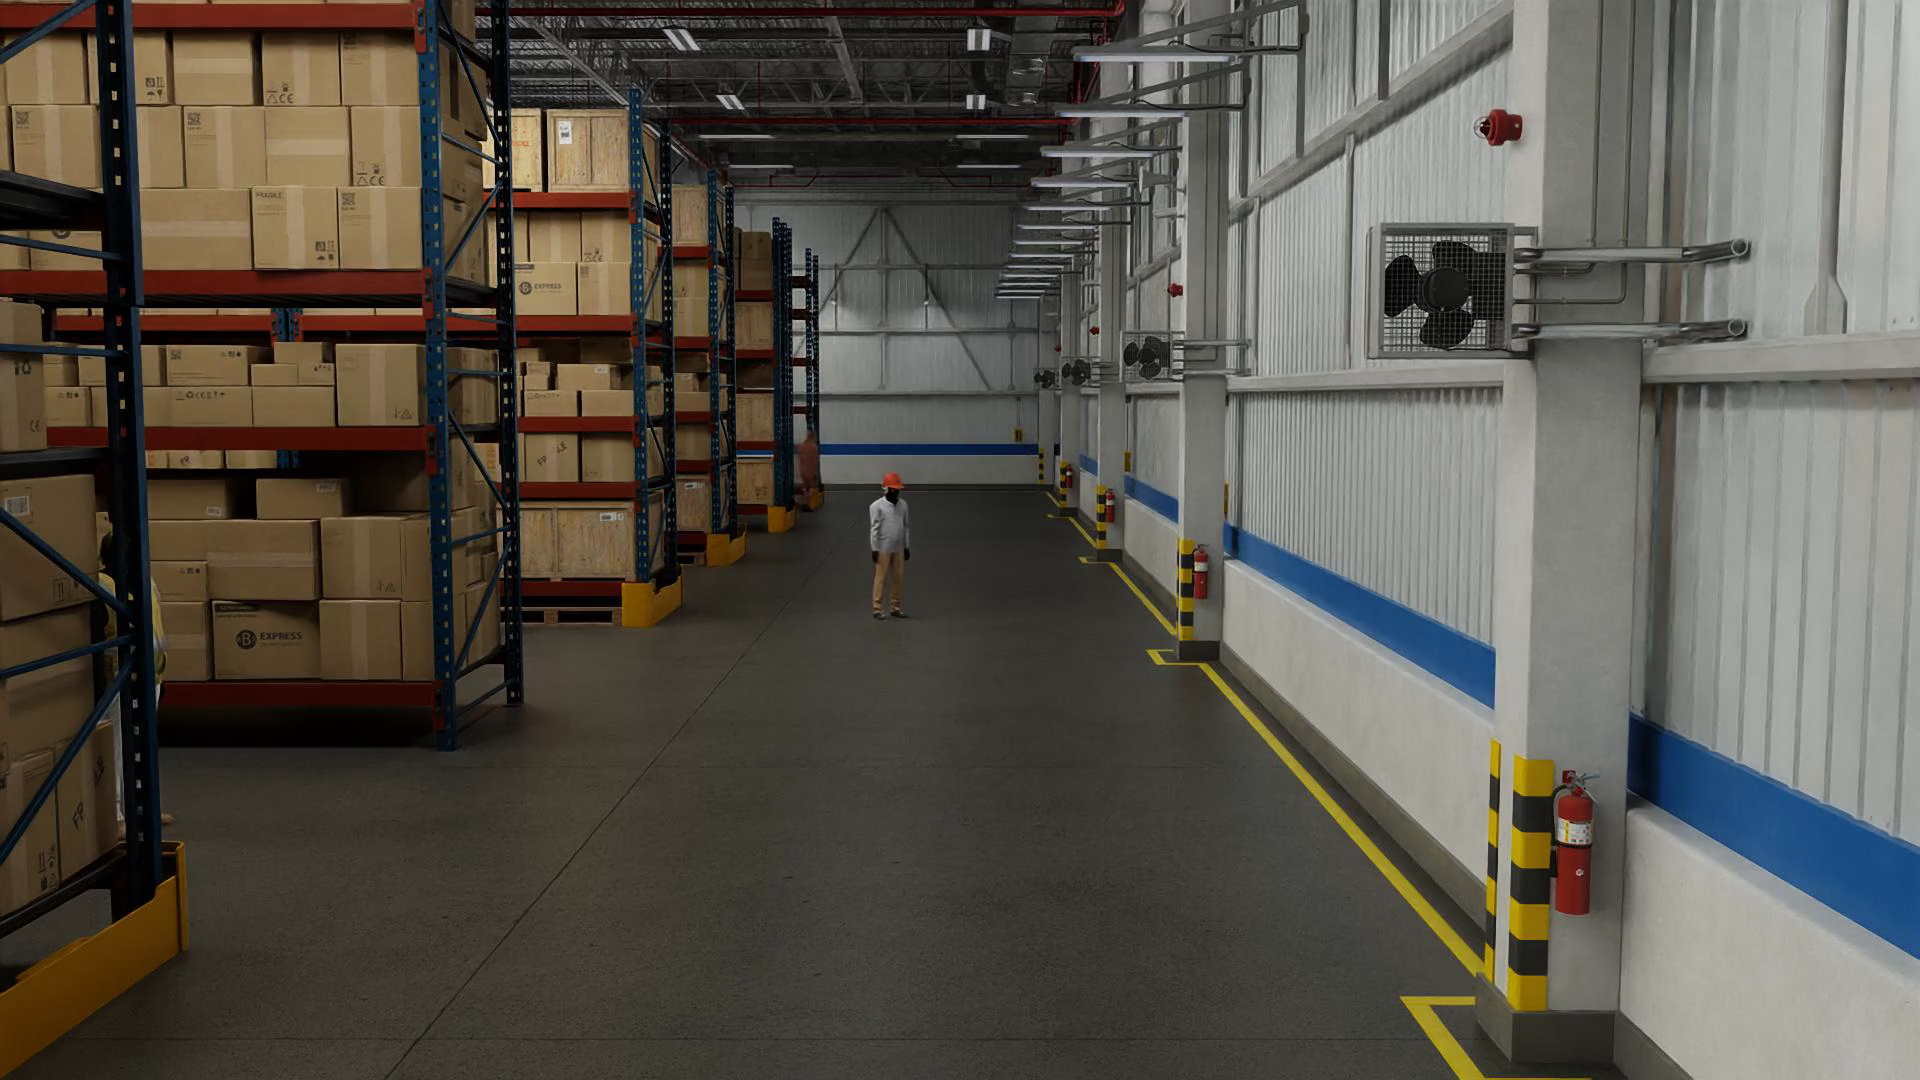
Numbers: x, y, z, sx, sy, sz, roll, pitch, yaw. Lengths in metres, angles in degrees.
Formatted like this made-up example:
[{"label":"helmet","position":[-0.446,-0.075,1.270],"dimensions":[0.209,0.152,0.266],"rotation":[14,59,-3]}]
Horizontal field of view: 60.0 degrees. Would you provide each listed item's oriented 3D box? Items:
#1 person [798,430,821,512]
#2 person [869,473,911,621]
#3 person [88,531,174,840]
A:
[{"label":"person","position":[-3.411,-1.556,37.791],"dimensions":[0.656,1.881,0.402],"rotation":[5,7,45]},{"label":"person","position":[-0.802,0.076,19.585],"dimensions":[0.581,1.742,0.360],"rotation":[-4,7,-42]},{"label":"person","position":[-4.988,0.852,9.972],"dimensions":[0.429,1.842,0.636],"rotation":[1,5,9]}]
